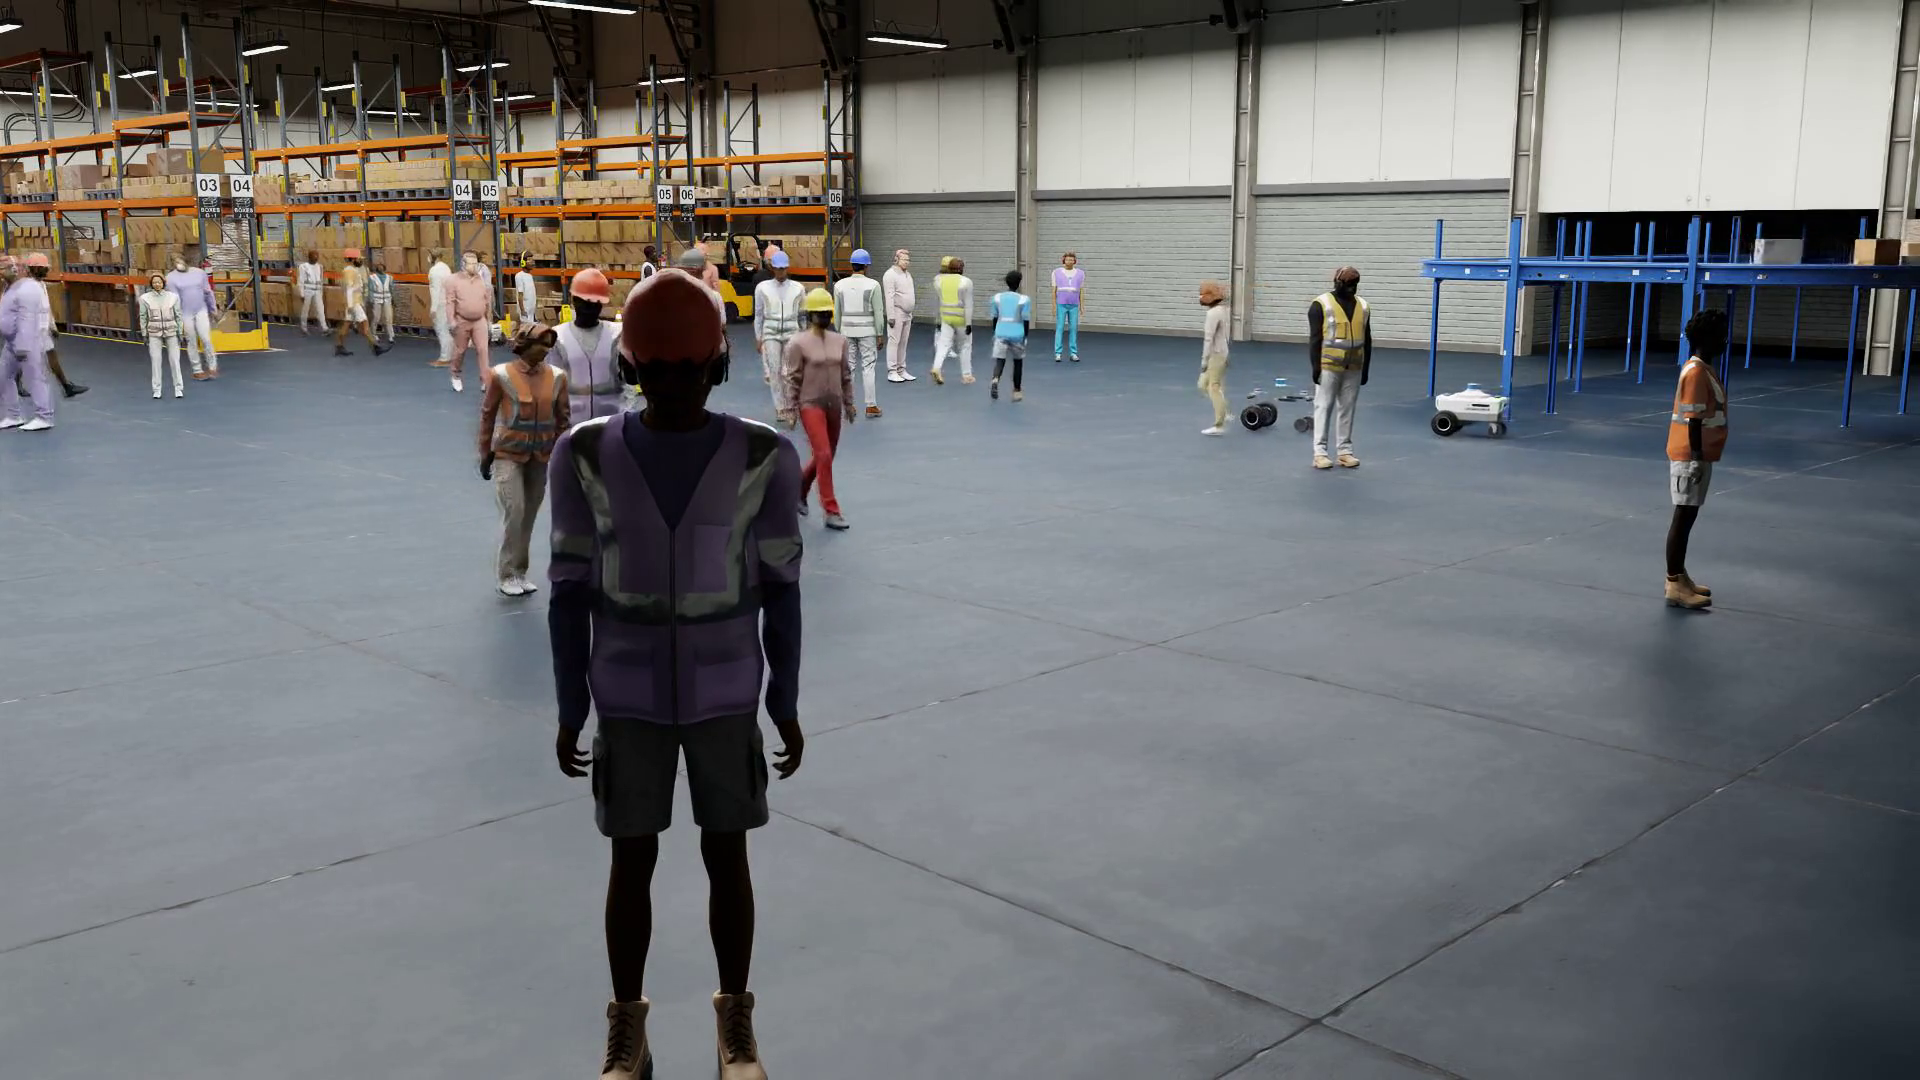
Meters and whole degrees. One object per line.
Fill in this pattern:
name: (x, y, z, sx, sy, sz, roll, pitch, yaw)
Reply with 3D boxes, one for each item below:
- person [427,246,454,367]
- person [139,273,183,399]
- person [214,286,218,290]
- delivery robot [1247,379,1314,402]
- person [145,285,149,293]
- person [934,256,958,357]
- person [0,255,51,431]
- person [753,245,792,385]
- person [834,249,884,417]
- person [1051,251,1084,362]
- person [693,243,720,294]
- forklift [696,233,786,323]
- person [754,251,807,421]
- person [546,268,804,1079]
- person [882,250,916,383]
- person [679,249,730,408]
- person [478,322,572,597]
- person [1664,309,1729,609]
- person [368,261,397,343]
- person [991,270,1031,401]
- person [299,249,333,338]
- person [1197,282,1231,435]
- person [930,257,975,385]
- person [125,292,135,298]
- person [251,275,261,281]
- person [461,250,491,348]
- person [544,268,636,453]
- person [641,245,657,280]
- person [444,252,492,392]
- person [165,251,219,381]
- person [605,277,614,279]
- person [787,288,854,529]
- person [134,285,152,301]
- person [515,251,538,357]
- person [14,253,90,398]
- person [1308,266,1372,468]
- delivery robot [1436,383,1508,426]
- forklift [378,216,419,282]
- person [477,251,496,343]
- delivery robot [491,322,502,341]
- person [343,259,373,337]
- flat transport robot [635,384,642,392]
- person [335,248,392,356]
person: (-8.395, -3.774, 26.891, 0.358, 1.937, 0.636, 0, 10, 1)
person: (-10.395, -2.663, 21.677, 0.508, 1.628, 0.319, -5, 12, -26)
person: (-21.417, -7.478, 47.185, 0.916, 1.909, 0.637, -9, 14, -40)
delivery robot: (3.519, -1.655, 18.257, 0.698, 0.223, 0.335, 6, 12, 28)
person: (-23.459, -7.434, 47.676, 0.265, 1.632, 0.508, 5, 11, 24)
person: (-0.224, -4.058, 28.970, 0.493, 1.742, 0.322, -6, 12, -31)
person: (-10.246, -2.112, 17.953, 0.680, 1.883, 0.686, 10, 14, 43)
person: (-2.598, -3.160, 23.435, 0.654, 1.969, 0.654, -6, 12, -31)
person: (-1.172, -2.418, 19.473, 0.614, 1.943, 0.405, 4, 11, 19)
person: (1.814, -3.934, 28.019, 0.566, 1.843, 0.389, -2, 11, -11)
person: (-4.433, -4.120, 28.661, 0.620, 1.978, 0.496, 5, 12, 26)
forklift: (-5.496, -6.489, 41.108, 2.313, 2.155, 1.214, -10, 14, -44)
person: (-2.055, -2.334, 19.041, 0.617, 1.929, 0.455, -2, 11, -12)
person: (-0.670, 0.379, 3.978, 0.605, 2.034, 0.391, -1, 10, -7)
person: (-0.853, -3.259, 24.186, 0.406, 1.902, 0.636, 5, 12, 26)
person: (-2.442, -1.713, 15.485, 0.697, 2.000, 1.046, 4, 11, 18)
person: (-2.551, -0.473, 9.783, 0.540, 1.607, 0.483, -10, 14, -42)
person: (4.232, -0.476, 9.561, 0.317, 1.696, 0.538, 5, 11, 25)
person: (-11.521, -4.744, 33.100, 0.553, 1.601, 0.777, -7, 13, -34)
person: (0.628, -2.588, 21.128, 0.540, 1.675, 0.681, 3, 11, 18)
person: (-13.450, -5.117, 34.543, 1.038, 1.831, 0.605, 8, 13, 36)
person: (2.690, -1.926, 17.675, 0.354, 1.610, 0.532, 2, 11, 10)
person: (-0.109, -3.120, 23.694, 0.634, 1.816, 0.875, 6, 12, 29)
person: (-24.079, -7.707, 48.116, 0.625, 2.019, 0.698, 9, 14, 39)
person: (-20.403, -7.530, 47.604, 0.646, 1.856, 1.030, 5, 12, 27)
person: (-9.133, -4.530, 31.284, 0.625, 1.840, 0.430, 3, 11, 18)
person: (-2.299, -0.726, 10.332, 0.558, 1.911, 0.513, -3, 11, -17)
person: (-5.716, -4.462, 30.687, 0.387, 1.921, 0.594, -2, 11, -12)
person: (-6.667, -2.953, 22.615, 0.653, 1.916, 0.706, -6, 12, -31)
person: (-11.124, -3.238, 24.126, 0.714, 1.883, 0.678, -7, 12, -33)
person: (-9.094, -6.600, 42.377, 0.506, 1.909, 0.607, 8, 13, 38)
person: (-1.056, -0.989, 12.246, 0.529, 1.734, 0.816, -9, 14, -40)
person: (-20.941, -6.580, 42.480, 0.597, 1.824, 1.000, -10, 14, -43)
person: (-6.452, -3.368, 24.874, 0.328, 1.868, 0.512, 1, 10, 3)
person: (-12.053, -2.804, 21.773, 1.029, 1.881, 0.565, -2, 11, -13)
person: (3.488, -1.580, 15.232, 0.627, 1.832, 0.428, -3, 11, -17)
delivery robot: (5.450, -1.425, 17.716, 0.707, 0.478, 0.477, 5, 12, 27)
forklift: (-17.868, -9.201, 54.028, 1.873, 2.768, 1.129, -10, 14, -44)
person: (-9.300, -4.730, 32.491, 0.964, 1.793, 0.529, 6, 12, 32)
delivery robot: (-9.222, -4.076, 32.171, 0.707, 0.478, 0.477, 5, 12, 28)
person: (-12.724, -5.217, 35.133, 0.848, 1.801, 0.597, 8, 13, 38)
flat transport robot: (-3.995, -2.171, 22.810, 0.652, 0.197, 1.431, 2, 11, 12)
person: (-10.532, -4.161, 29.133, 0.975, 1.882, 0.565, -4, 11, -19)
